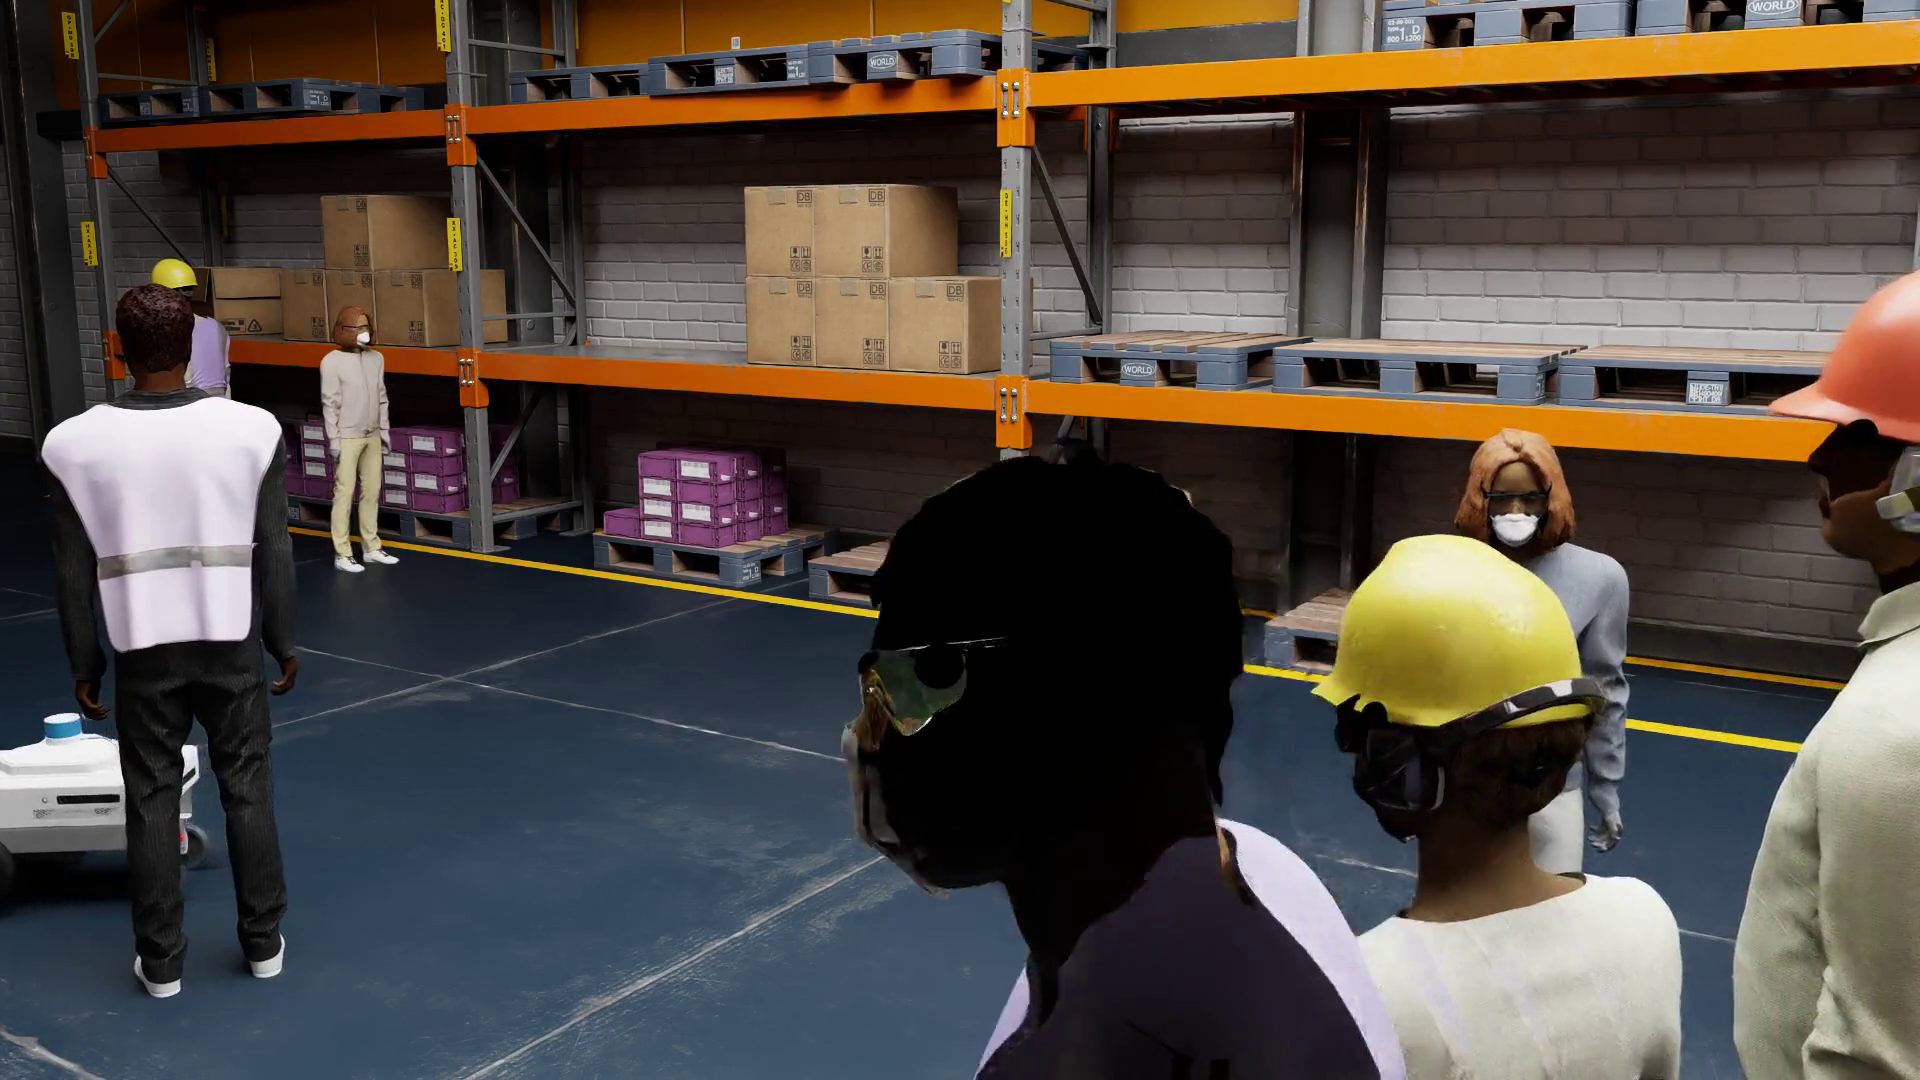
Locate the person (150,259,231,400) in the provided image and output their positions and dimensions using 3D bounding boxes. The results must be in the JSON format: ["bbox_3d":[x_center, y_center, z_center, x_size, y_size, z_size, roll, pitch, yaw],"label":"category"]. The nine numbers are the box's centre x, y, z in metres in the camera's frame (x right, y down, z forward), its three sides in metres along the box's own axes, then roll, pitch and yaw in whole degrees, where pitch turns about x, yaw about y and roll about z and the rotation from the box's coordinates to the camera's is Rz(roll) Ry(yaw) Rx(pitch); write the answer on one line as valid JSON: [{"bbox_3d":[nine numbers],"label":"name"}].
[{"bbox_3d":[-4.378,-0.627,9.456,0.402,1.919,0.588,2,11,13],"label":"person"}]

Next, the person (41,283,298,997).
[{"bbox_3d":[-2.084,0.279,4.465,0.582,1.911,0.391,-4,11,-23],"label":"person"}]

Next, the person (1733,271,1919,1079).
[{"bbox_3d":[1.033,0.703,1.855,0.374,1.997,0.609,10,14,44],"label":"person"}]

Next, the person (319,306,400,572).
[{"bbox_3d":[-3.697,-0.618,10.215,0.282,1.626,0.491,5,11,24],"label":"person"}]

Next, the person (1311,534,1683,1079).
[{"bbox_3d":[0.451,0.869,1.603,0.528,1.759,0.343,-6,12,-29],"label":"person"}]

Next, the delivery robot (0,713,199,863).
[{"bbox_3d":[-2.760,0.782,5.157,0.707,0.478,0.477,-1,10,-6],"label":"delivery robot"}]

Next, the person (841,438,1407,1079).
[{"bbox_3d":[-0.002,0.878,1.161,0.959,1.896,0.629,3,11,16],"label":"person"}]

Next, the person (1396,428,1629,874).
[{"bbox_3d":[1.203,0.559,3.695,0.507,1.623,0.294,2,10,9],"label":"person"}]
